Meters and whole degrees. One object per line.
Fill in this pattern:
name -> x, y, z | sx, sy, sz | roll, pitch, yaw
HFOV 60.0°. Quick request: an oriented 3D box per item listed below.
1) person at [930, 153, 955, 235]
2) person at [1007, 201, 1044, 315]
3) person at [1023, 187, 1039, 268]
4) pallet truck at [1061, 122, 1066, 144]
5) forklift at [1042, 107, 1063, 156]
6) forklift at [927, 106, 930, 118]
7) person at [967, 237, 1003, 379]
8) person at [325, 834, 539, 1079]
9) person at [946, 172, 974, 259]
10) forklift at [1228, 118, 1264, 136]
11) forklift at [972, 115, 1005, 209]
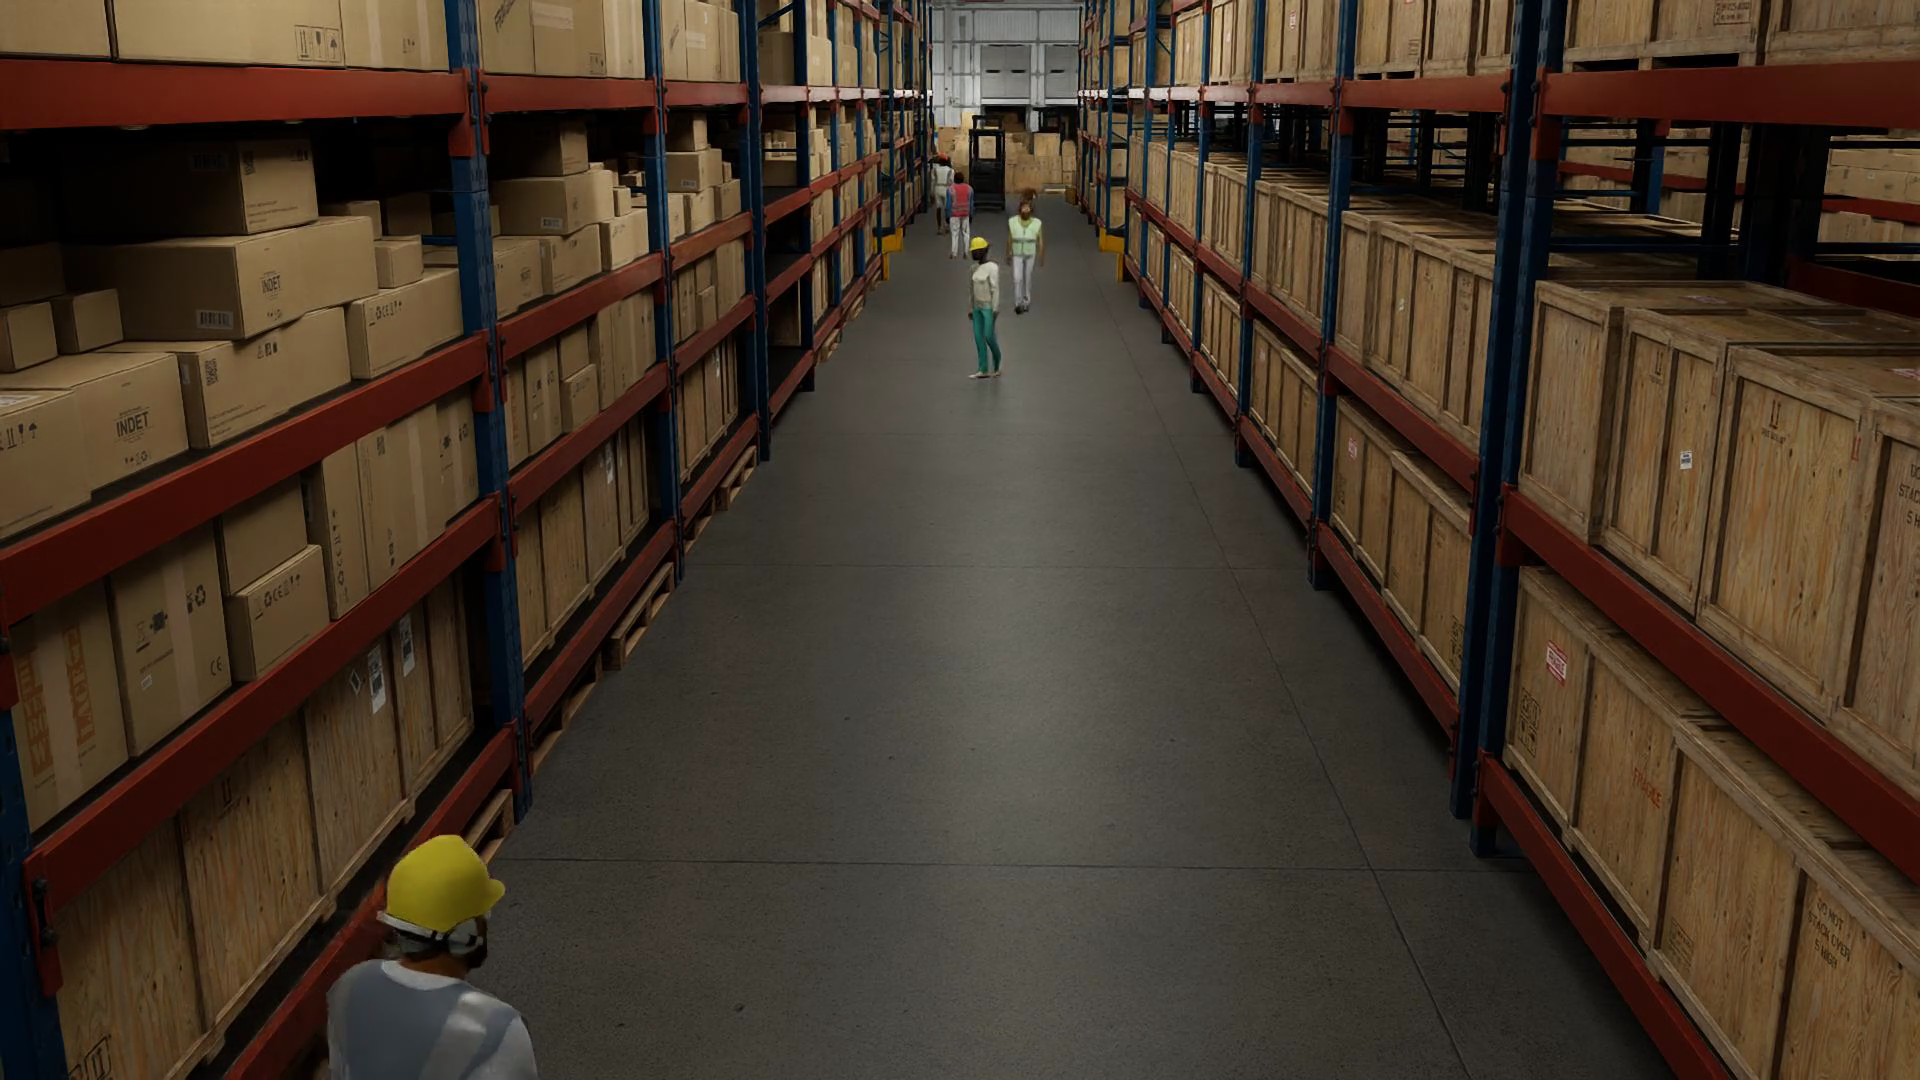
person -> -0.435, -8.714, 41.885 | 0.635, 2.005, 0.937 | 1, 15, 3
person -> 1.050, -4.529, 26.695 | 0.594, 1.789, 0.970 | 1, 15, 2
person -> 1.404, -6.339, 33.764 | 0.397, 1.617, 0.523 | 8, 17, 27
pallet truck -> 5.788, -21.111, 88.014 | 1.885, 1.965, 0.823 | 5, 16, 18
forklift -> 4.386, -19.135, 78.988 | 1.129, 2.768, 1.873 | -7, 17, -24
forklift -> -1.918, -21.452, 87.608 | 1.129, 2.768, 1.873 | 0, 15, 2
person -> 0.329, -2.868, 20.630 | 0.494, 1.733, 0.594 | -11, 19, -36
person -> -1.156, 1.554, 4.068 | 0.599, 1.794, 0.882 | 11, 18, 35
person -> -0.021, -6.921, 35.512 | 0.627, 1.844, 0.429 | -6, 16, -20
forklift -> 7.646, -9.951, 44.818 | 1.129, 2.768, 1.873 | 4, 15, 13
forklift -> 0.833, -11.563, 50.814 | 1.129, 2.768, 1.873 | 0, 15, 2
